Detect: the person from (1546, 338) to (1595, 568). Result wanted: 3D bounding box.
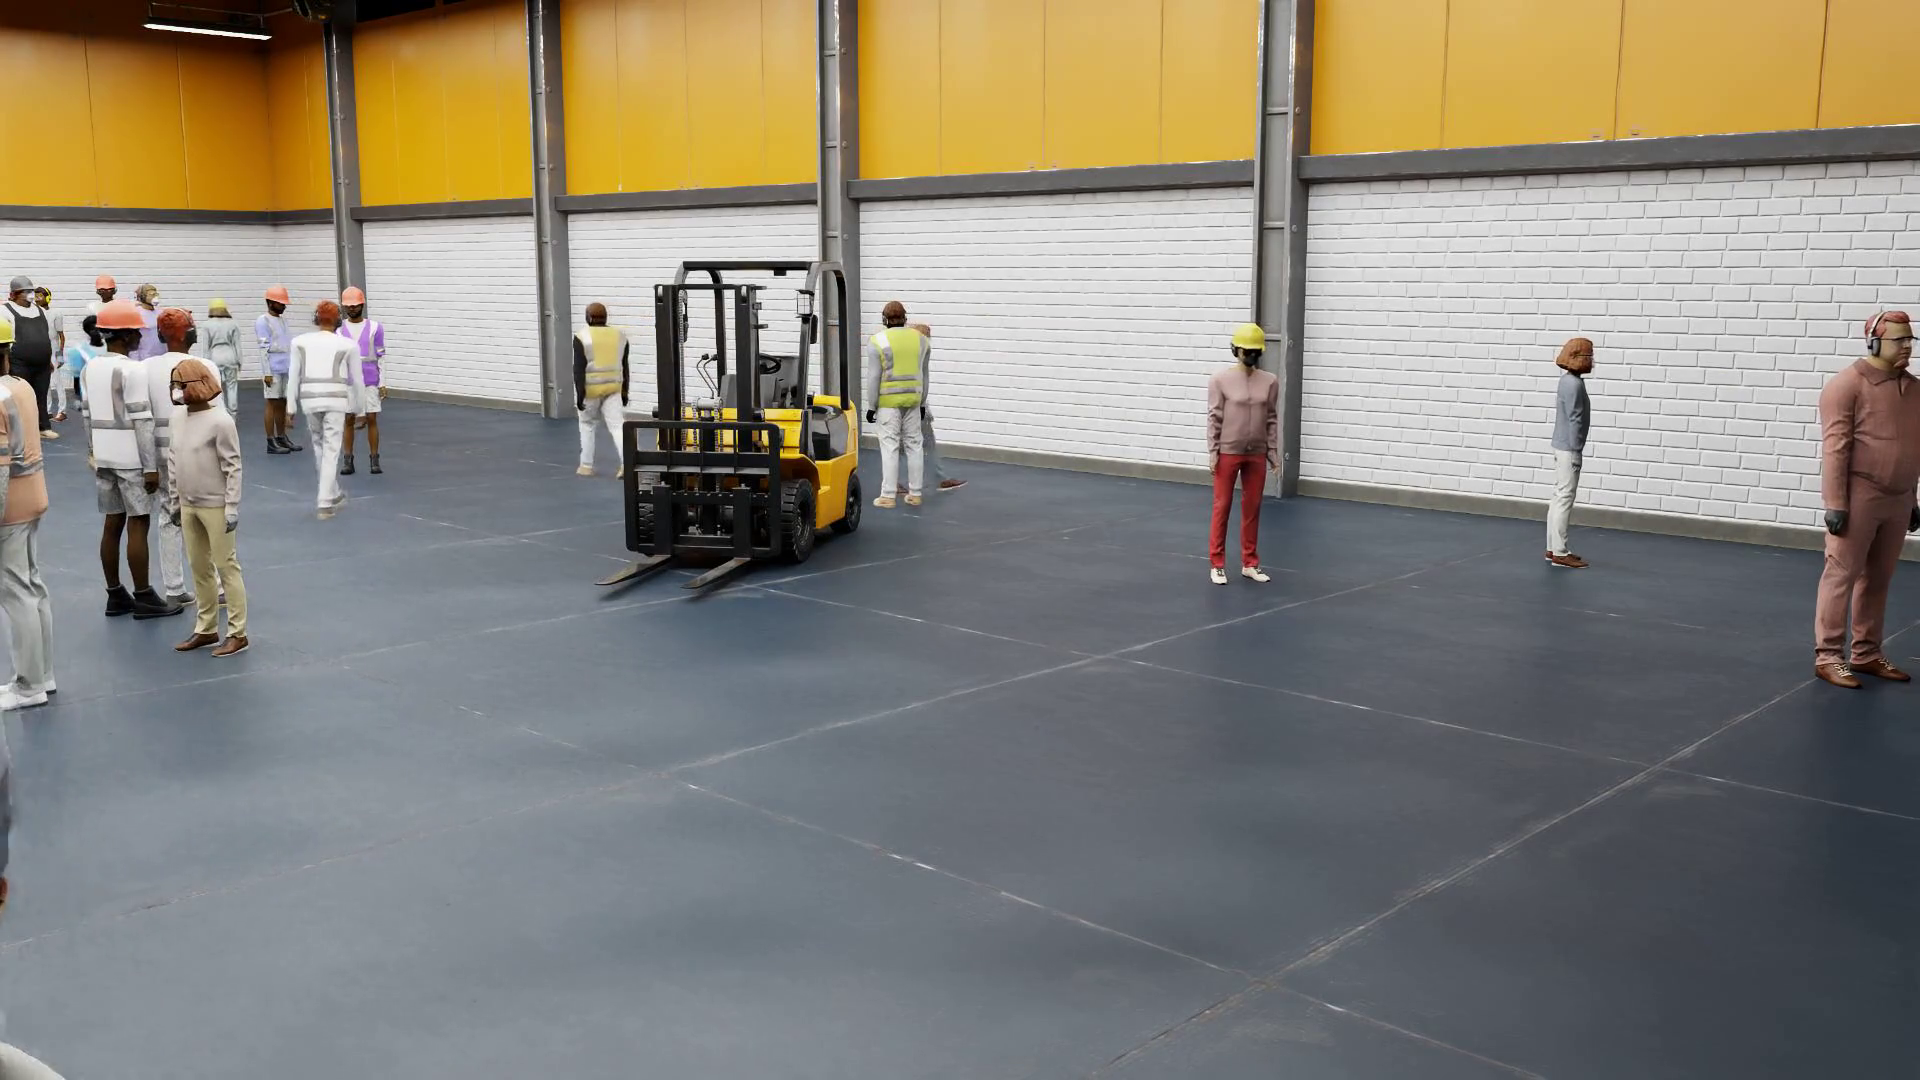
[{"bbox_3d":[4.377,-0.626,11.898,0.279,1.633,0.501,2,9,12],"label":"person"}]

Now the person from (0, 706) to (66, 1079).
[{"bbox_3d":[-2.106,0.671,3.447,0.836,1.803,0.595,-3,10,-16],"label":"person"}]

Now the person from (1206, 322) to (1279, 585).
[{"bbox_3d":[1.909,-0.579,11.214,0.531,1.765,0.324,-3,10,-17],"label":"person"}]

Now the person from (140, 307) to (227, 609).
[{"bbox_3d":[-4.792,-0.494,10.320,0.576,1.884,0.354,1,9,7],"label":"person"}]

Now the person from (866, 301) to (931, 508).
[{"bbox_3d":[-0.567,-1.203,14.820,0.624,1.838,0.430,-5,11,-30],"label":"person"}]

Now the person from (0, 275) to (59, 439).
[{"bbox_3d":[-11.511,-2.246,20.581,0.539,2.000,0.689,5,10,26],"label":"person"}]

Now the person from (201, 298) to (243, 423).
[{"bbox_3d":[-10.127,-2.459,22.845,0.517,1.719,0.450,-6,11,-35],"label":"person"}]

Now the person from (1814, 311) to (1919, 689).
[{"bbox_3d":[4.670,-0.205,8.483,0.639,1.908,0.409,-4,10,-23],"label":"person"}]

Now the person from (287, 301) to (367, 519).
[{"bbox_3d":[-5.432,-1.134,14.370,0.603,1.839,0.928,0,9,-2],"label":"person"}]

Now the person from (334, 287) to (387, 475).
[{"bbox_3d":[-6.202,-1.636,17.158,0.549,1.936,0.377,-2,10,-15],"label":"person"}]

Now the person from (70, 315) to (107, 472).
[{"bbox_3d":[-8.839,-1.486,17.110,0.857,1.652,0.535,5,11,30],"label":"person"}]

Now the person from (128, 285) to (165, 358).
[{"bbox_3d":[-10.837,-2.448,22.231,0.643,1.909,0.410,-5,11,-29],"label":"person"}]

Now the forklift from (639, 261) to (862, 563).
[{"bbox_3d":[-1.552,-1.040,12.721,1.214,2.155,2.313,2,9,11],"label":"forklift"}]

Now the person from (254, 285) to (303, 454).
[{"bbox_3d":[-7.839,-1.956,19.146,0.366,1.930,0.542,1,9,7],"label":"person"}]

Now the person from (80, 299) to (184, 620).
[{"bbox_3d":[-5.056,-0.486,10.107,0.547,1.938,0.377,5,11,29],"label":"person"}]

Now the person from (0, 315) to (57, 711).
[{"bbox_3d":[-4.612,-0.141,8.022,0.362,1.928,0.587,-3,10,-16],"label":"person"}]

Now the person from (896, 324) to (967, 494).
[{"bbox_3d":[-0.331,-1.211,15.582,0.811,1.596,0.503,2,9,12],"label":"person"}]

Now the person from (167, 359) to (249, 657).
[{"bbox_3d":[-4.145,-0.175,9.127,0.507,1.632,0.267,5,10,27],"label":"person"}]

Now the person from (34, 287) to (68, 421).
[{"bbox_3d":[-12.724,-2.584,23.180,0.507,1.872,0.329,2,9,12],"label":"person"}]

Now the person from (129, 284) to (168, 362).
[{"bbox_3d":[-9.872,-2.153,20.324,0.370,1.940,0.631,3,10,16],"label":"person"}]

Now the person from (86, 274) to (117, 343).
[{"bbox_3d":[-11.615,-2.599,22.744,0.615,2.040,0.380,-1,9,-9],"label":"person"}]

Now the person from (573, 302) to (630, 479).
[{"bbox_3d":[-3.608,-1.511,16.847,0.629,1.801,0.927,-7,11,-35],"label":"person"}]
